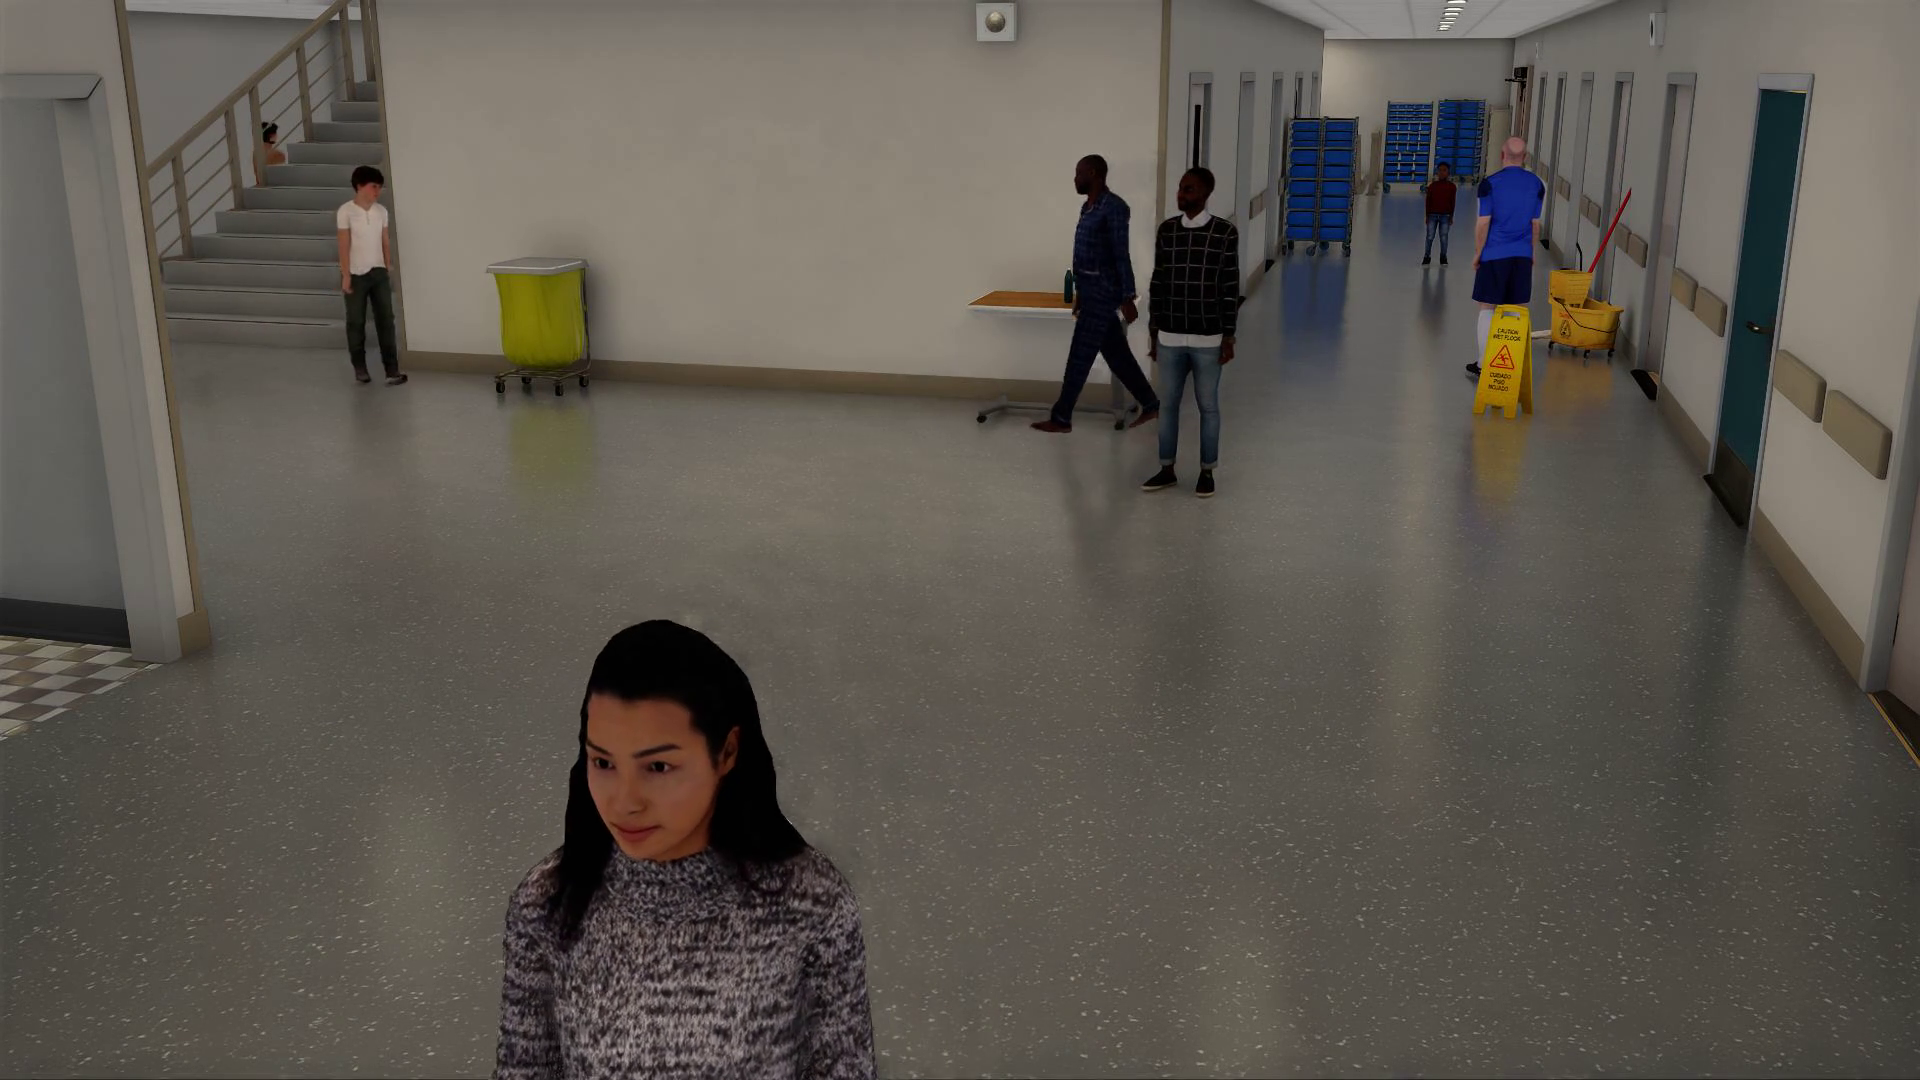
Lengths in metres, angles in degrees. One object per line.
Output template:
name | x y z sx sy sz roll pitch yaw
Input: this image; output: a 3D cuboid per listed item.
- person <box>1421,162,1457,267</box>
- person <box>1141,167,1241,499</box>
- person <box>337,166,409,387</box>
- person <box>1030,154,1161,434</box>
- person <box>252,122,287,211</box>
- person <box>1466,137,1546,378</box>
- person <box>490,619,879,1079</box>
person | 5.889 -4.008 20.433 0.502 1.256 0.488 4 16 12
person | 1.305 -1.164 9.309 0.702 1.819 0.621 8 17 25
person | -4.511 -1.967 12.528 1.052 1.617 1.049 -11 19 -33
person | 0.994 -1.555 10.806 1.162 1.760 1.226 -5 17 -18
person | -8.217 -4.087 19.780 0.714 1.720 0.744 7 17 24
person | 4.241 -2.201 12.946 0.736 1.841 0.680 -1 16 -4
person | -0.308 0.903 2.163 0.717 1.718 0.779 2 16 7
